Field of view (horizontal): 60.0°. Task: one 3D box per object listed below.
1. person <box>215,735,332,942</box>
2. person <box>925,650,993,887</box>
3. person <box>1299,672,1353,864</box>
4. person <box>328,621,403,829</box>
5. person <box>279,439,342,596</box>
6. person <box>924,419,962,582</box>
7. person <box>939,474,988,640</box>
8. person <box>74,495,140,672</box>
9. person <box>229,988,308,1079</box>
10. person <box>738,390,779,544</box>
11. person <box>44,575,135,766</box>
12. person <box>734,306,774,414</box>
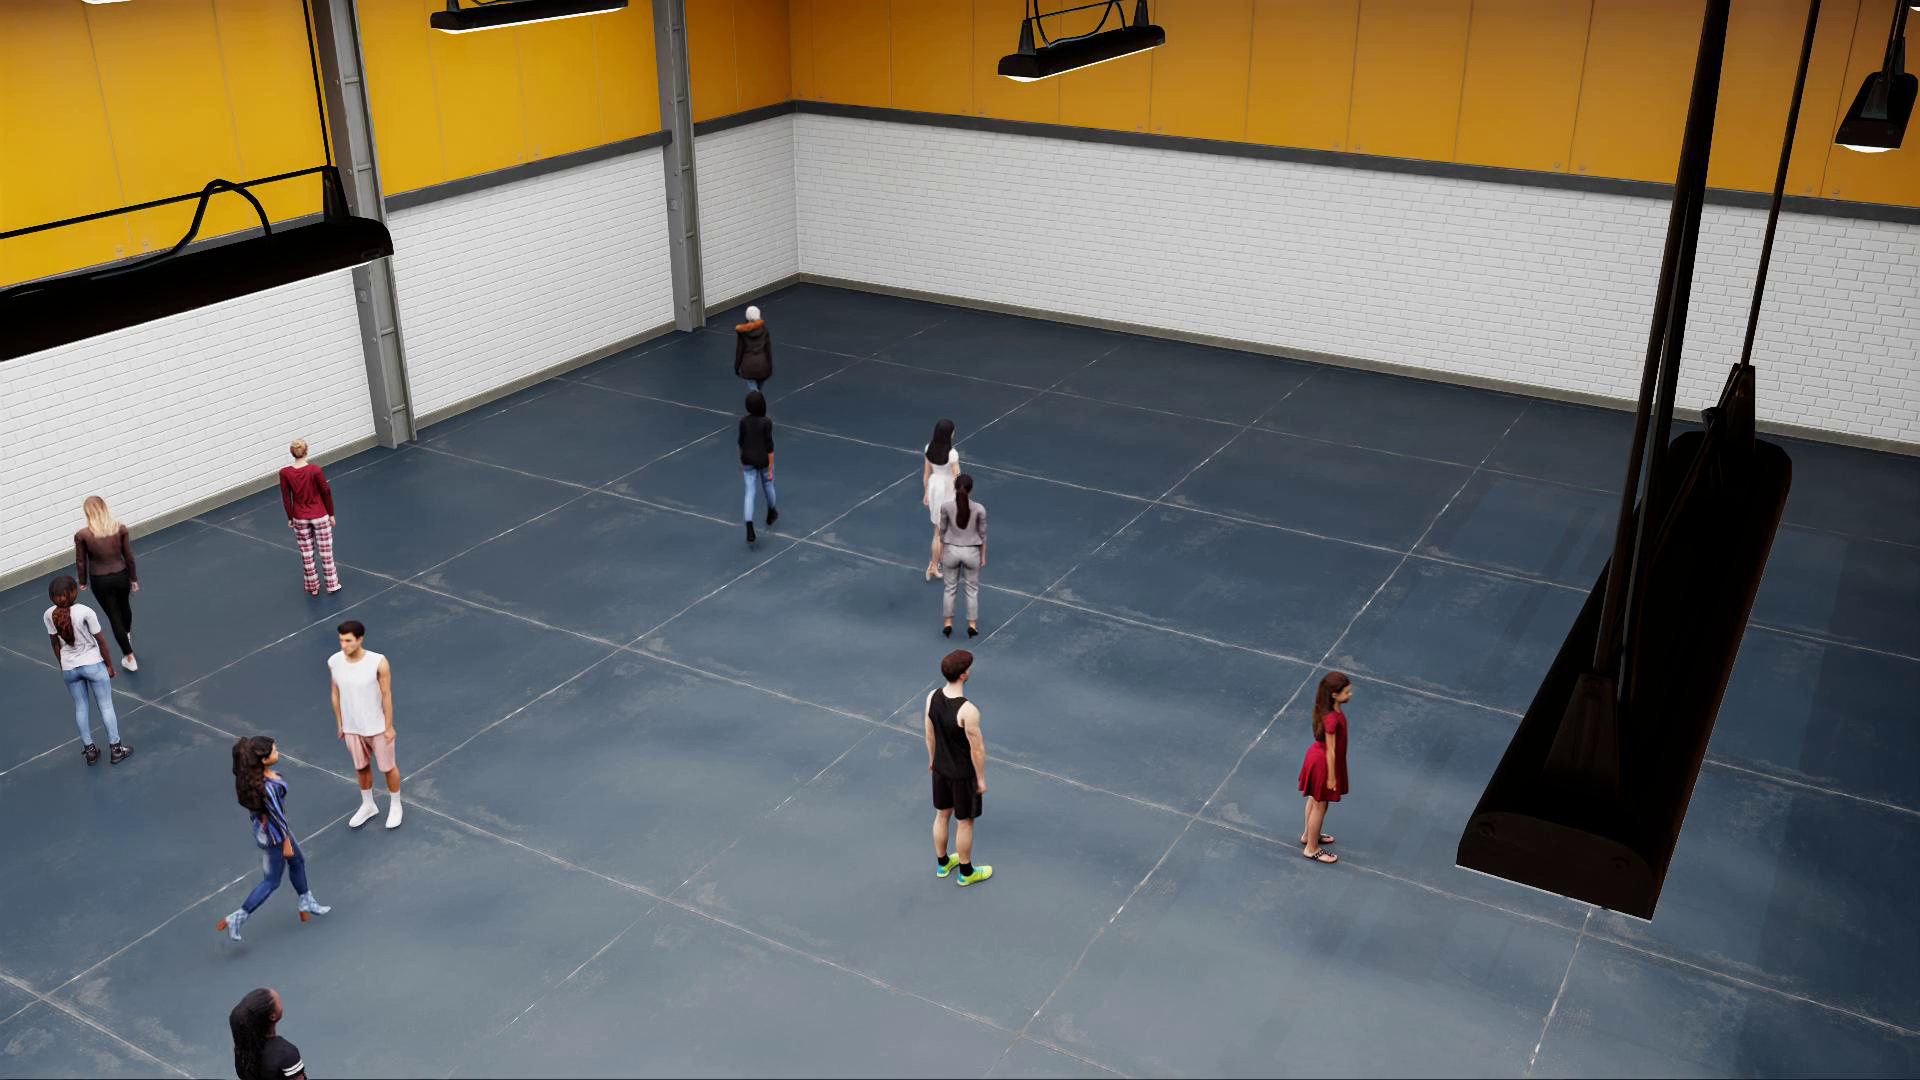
[{"bbox_3d":[-4.895,2.113,11.659,1.108,1.593,0.901,-15,28,-31],"label":"person"},{"bbox_3d":[-0.033,1.681,12.274,0.730,1.892,0.654,20,31,38],"label":"person"},{"bbox_3d":[2.780,1.696,12.664,0.710,1.553,0.649,2,24,5],"label":"person"},{"bbox_3d":[-4.628,1.419,13.004,0.711,1.787,0.698,3,24,8],"label":"person"},{"bbox_3d":[-6.613,-0.248,16.930,0.677,1.698,0.714,-4,24,-9],"label":"person"},{"bbox_3d":[-0.232,-0.374,17.141,0.685,1.760,0.757,19,30,37],"label":"person"},{"bbox_3d":[0.019,0.165,16.018,0.701,1.672,0.706,2,24,5],"label":"person"},{"bbox_3d":[-7.848,0.431,15.411,1.034,1.670,0.860,-21,31,-40],"label":"person"},{"bbox_3d":[-3.724,3.204,9.008,0.627,1.716,0.975,12,26,25],"label":"person"},{"bbox_3d":[-2.234,-0.761,18.162,0.942,1.652,1.222,1,24,2],"label":"person"},{"bbox_3d":[-7.307,1.074,13.879,0.672,1.719,0.700,-2,24,-4],"label":"person"},{"bbox_3d":[-2.639,-2.194,21.511,1.064,1.594,1.059,-9,25,-20],"label":"person"}]
